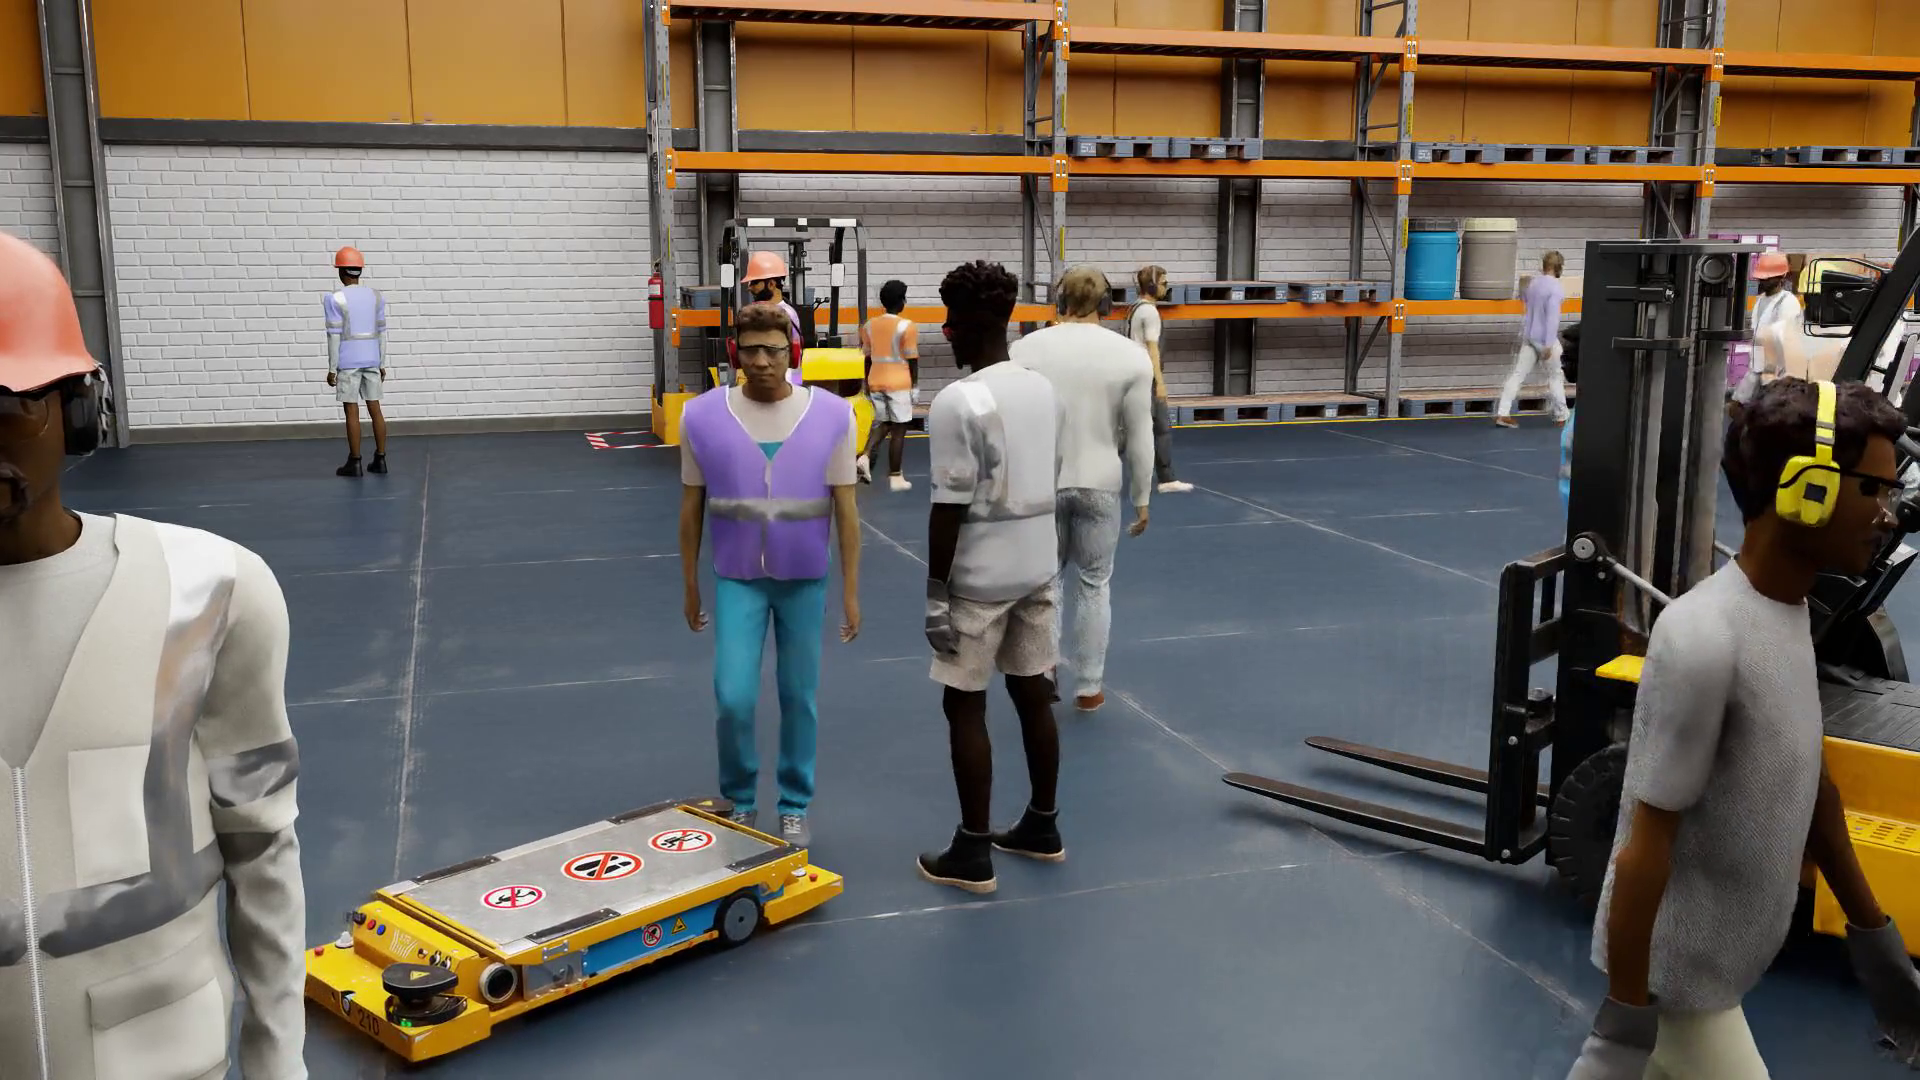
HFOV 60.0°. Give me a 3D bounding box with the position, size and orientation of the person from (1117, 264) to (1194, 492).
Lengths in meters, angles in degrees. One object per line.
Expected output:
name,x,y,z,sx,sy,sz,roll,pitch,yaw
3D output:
person,1.406,-1.248,13.048,0.842,1.818,0.517,0,10,2

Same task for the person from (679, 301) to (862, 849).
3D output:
person,-0.610,0.147,5.371,0.576,1.825,0.521,-2,10,-8

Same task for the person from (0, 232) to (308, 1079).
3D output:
person,-1.088,0.651,1.999,0.608,2.044,0.377,-5,12,-28

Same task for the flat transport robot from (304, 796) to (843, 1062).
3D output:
flat transport robot,-1.074,1.041,4.723,0.652,0.197,1.431,9,14,42

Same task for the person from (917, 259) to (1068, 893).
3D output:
person,0.100,0.106,5.234,0.387,1.957,0.612,9,13,39

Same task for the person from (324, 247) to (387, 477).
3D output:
person,-5.126,-1.505,14.105,0.359,1.938,0.547,8,13,38

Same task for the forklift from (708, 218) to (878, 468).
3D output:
forklift,-1.522,-1.778,14.899,1.214,2.155,2.313,-3,11,-17

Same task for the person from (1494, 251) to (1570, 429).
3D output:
person,6.115,-2.096,17.543,1.038,1.892,0.636,-3,11,-16

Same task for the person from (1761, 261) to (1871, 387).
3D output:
person,5.109,-0.722,9.966,0.600,1.888,0.964,8,13,36

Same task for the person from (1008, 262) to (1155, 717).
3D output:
person,0.483,-0.201,7.006,0.670,1.917,0.486,2,11,13

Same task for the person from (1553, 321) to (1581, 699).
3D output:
person,2.700,-0.094,7.085,0.367,1.687,0.547,3,11,18

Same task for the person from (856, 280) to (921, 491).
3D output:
person,-0.567,-1.214,13.203,0.538,1.688,0.422,9,13,40

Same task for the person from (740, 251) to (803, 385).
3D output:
person,-1.202,-0.876,10.685,0.380,1.930,0.541,-3,11,-16

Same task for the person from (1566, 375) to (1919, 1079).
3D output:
person,1.203,0.678,2.466,0.931,1.815,0.509,6,12,30

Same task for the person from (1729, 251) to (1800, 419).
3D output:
person,6.576,-1.394,13.594,0.411,1.908,0.542,-1,10,-7

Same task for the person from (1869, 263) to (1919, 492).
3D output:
person,7.113,-1.215,12.849,0.998,1.821,0.620,0,10,-2

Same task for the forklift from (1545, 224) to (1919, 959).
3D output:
forklift,2.909,0.117,4.508,2.313,2.155,1.214,9,14,40
